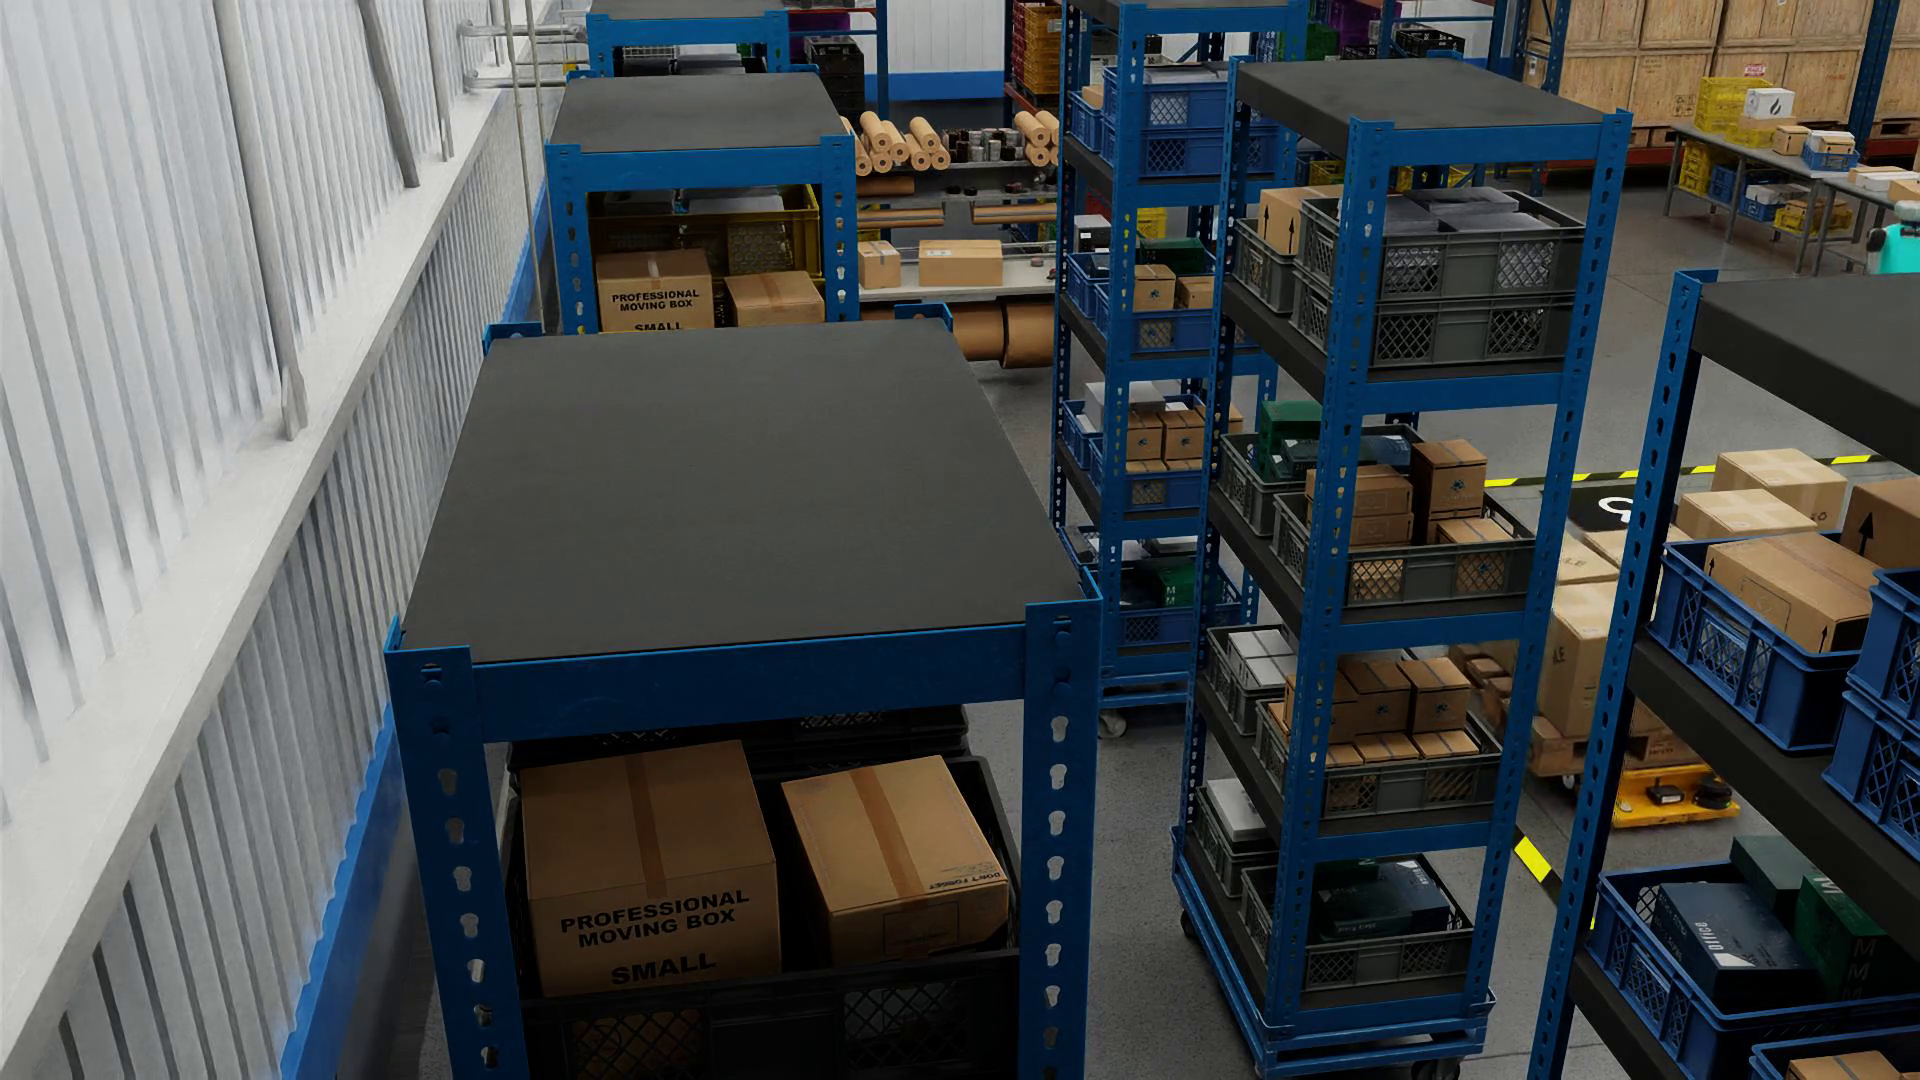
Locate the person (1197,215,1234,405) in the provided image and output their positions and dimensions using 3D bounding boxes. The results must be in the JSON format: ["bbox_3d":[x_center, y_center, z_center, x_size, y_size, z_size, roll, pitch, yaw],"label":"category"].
[{"bbox_3d":[1.683,-1.263,11.149,0.383,1.851,0.596,-4,25,-9],"label":"person"}]

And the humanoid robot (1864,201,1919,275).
[{"bbox_3d":[6.651,-1.476,11.744,0.548,1.730,0.984,0,25,1],"label":"humanoid robot"}]

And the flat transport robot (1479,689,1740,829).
[{"bbox_3d":[3.161,0.931,8.241,0.652,0.197,1.431,-4,25,-8],"label":"flat transport robot"}]
